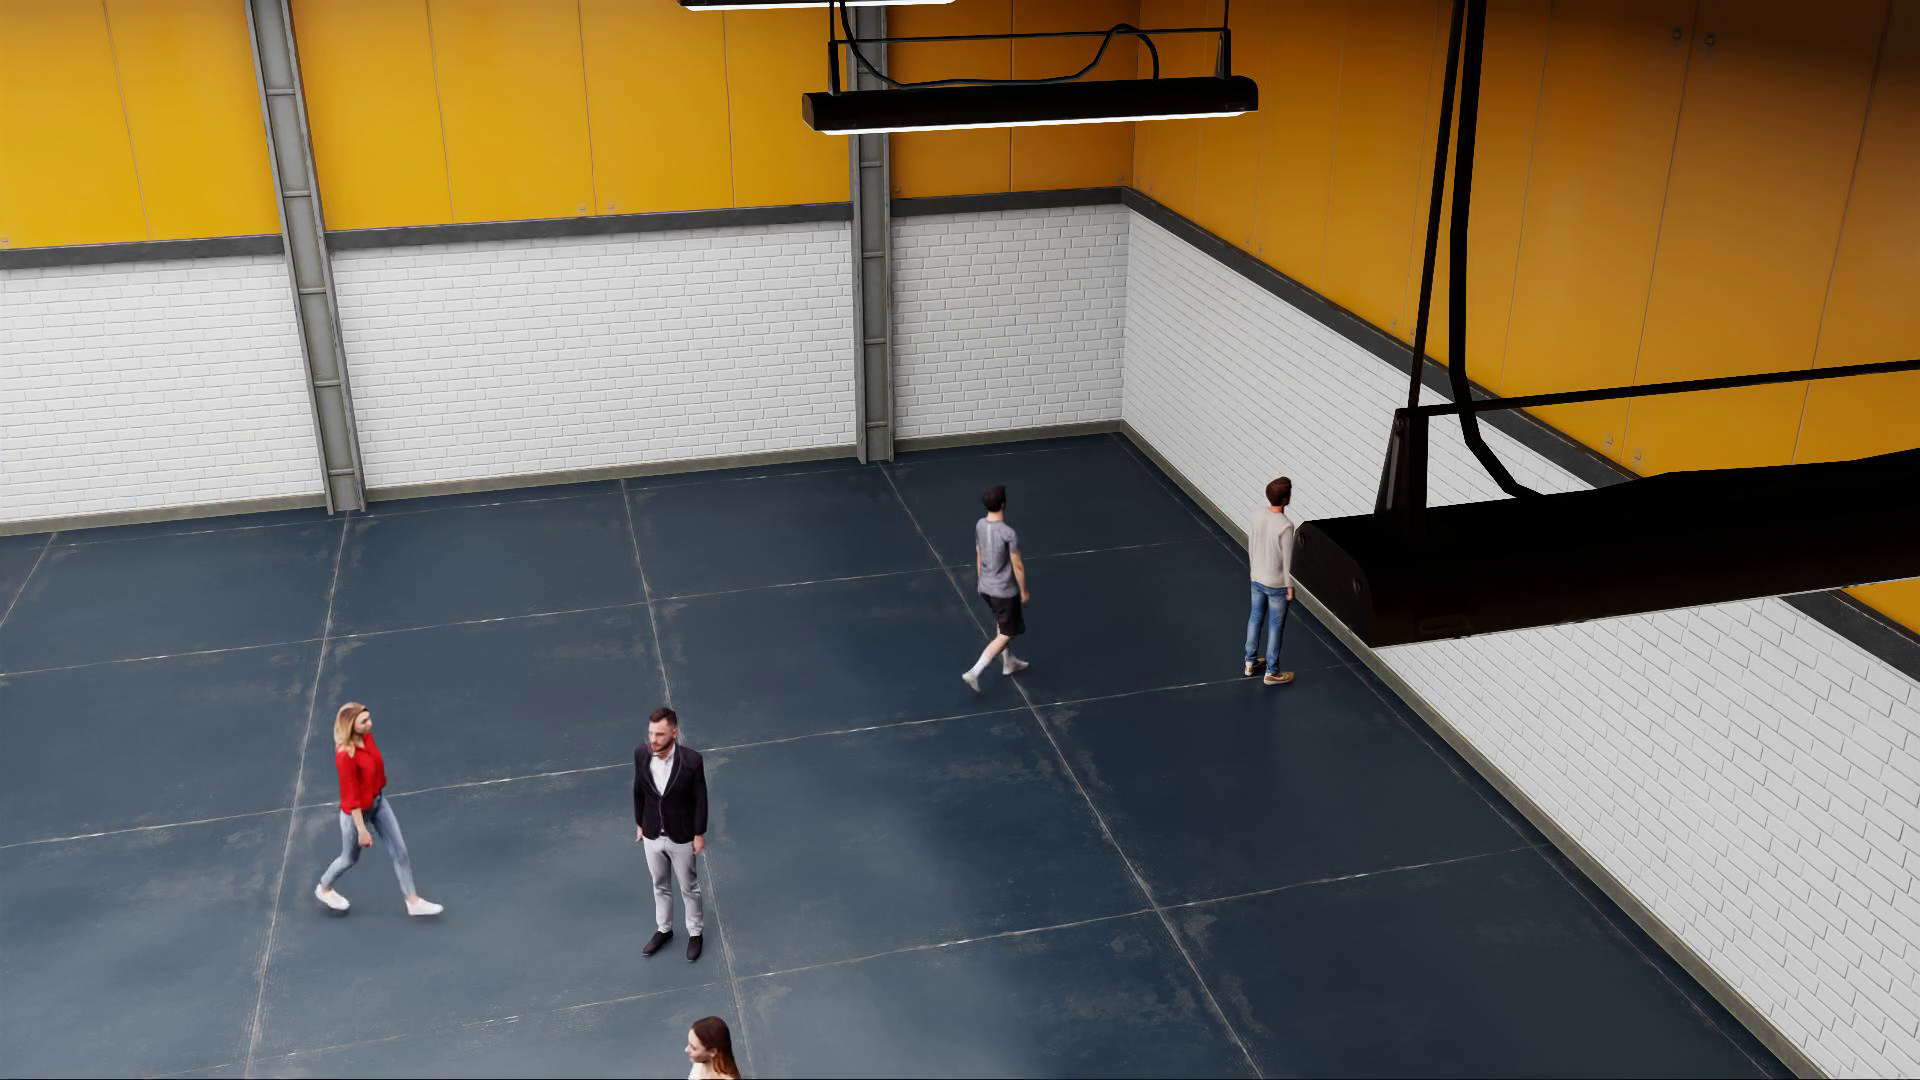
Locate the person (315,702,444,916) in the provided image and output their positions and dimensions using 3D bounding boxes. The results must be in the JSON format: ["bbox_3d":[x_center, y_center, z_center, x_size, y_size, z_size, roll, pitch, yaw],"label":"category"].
[{"bbox_3d":[-4.125,1.870,11.317,1.225,1.663,0.926,3,24,7],"label":"person"}]

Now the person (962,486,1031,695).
[{"bbox_3d":[0.295,0.445,14.349,1.188,1.846,0.929,-17,29,-34],"label":"person"}]

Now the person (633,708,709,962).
[{"bbox_3d":[-1.903,1.916,10.984,0.673,1.844,0.799,6,24,13],"label":"person"}]

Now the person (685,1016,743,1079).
[{"bbox_3d":[-1.118,3.116,8.468,1.011,1.662,0.751,-12,26,-26],"label":"person"}]

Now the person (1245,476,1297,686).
[{"bbox_3d":[2.714,0.345,14.503,0.712,1.904,0.748,-16,29,-33],"label":"person"}]
